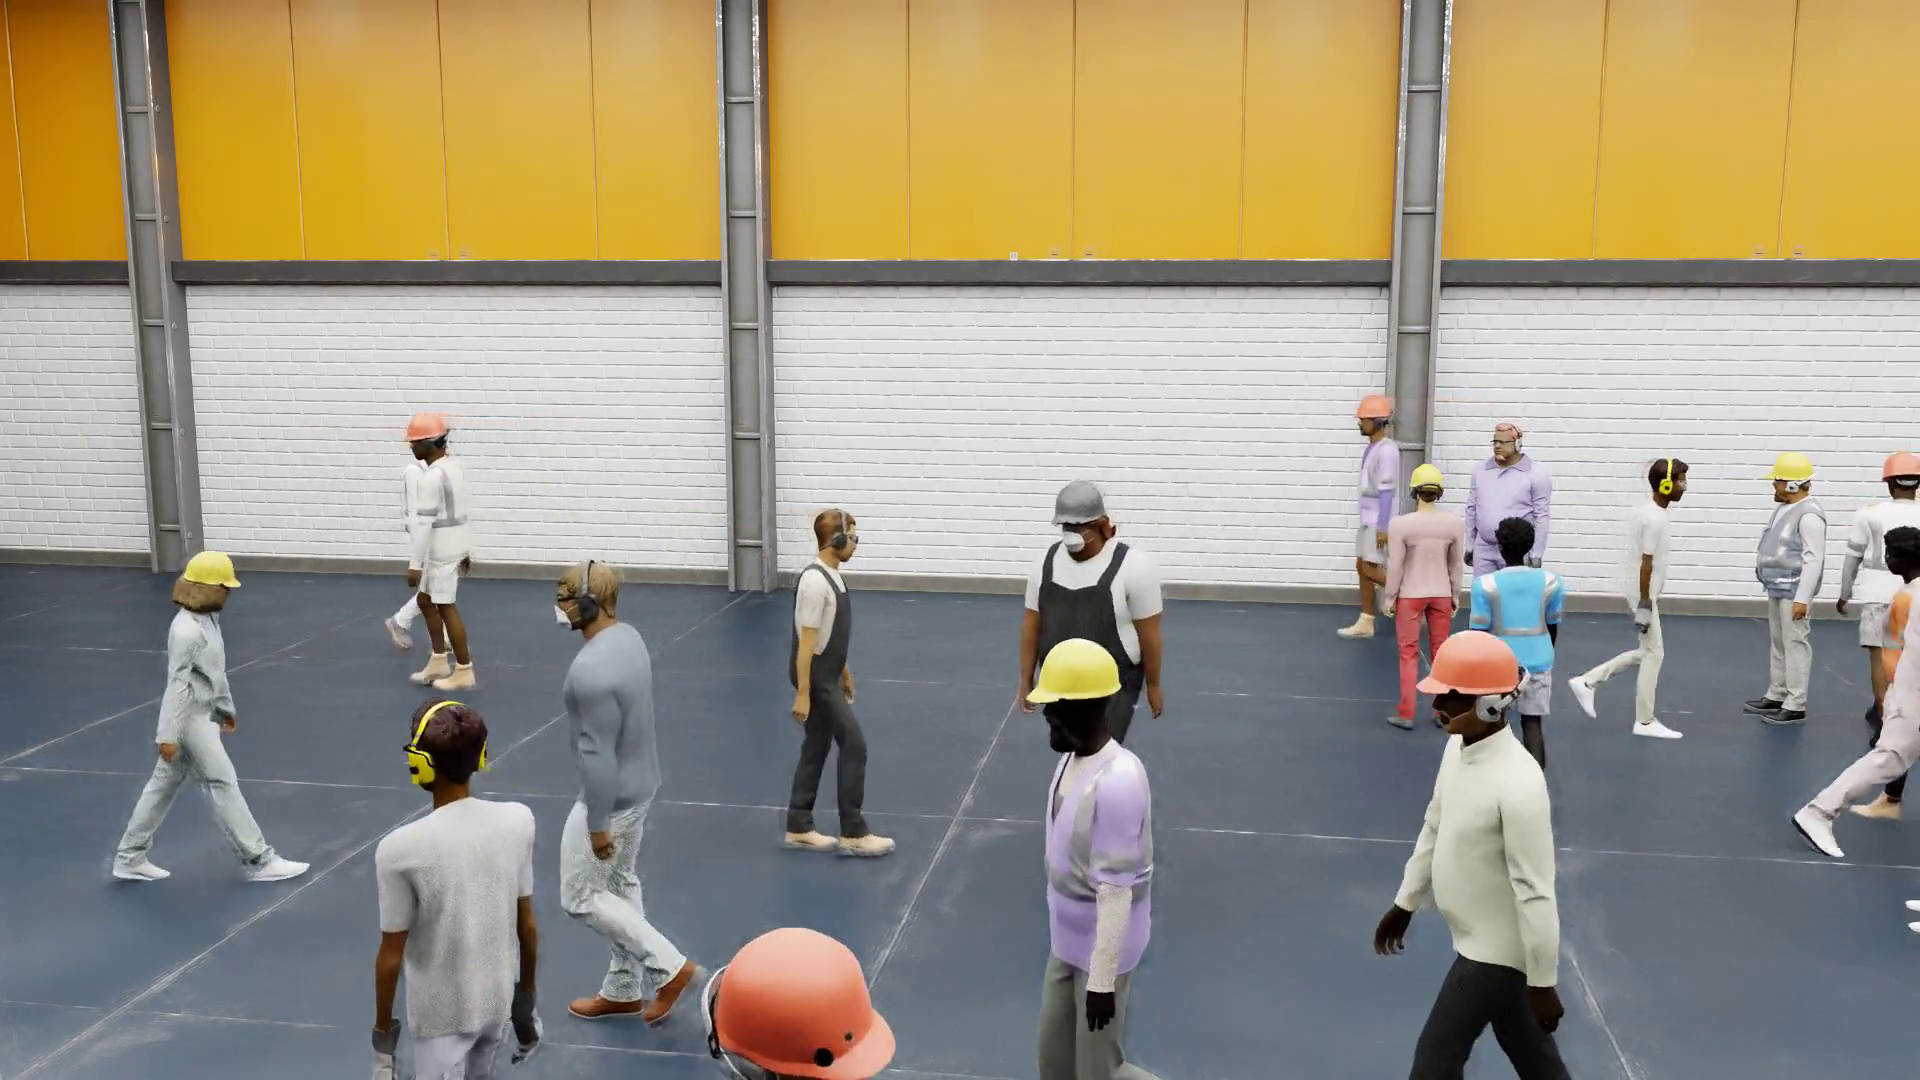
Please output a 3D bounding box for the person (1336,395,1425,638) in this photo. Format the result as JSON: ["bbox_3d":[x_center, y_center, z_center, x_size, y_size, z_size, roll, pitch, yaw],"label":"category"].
[{"bbox_3d":[3.467,-0.172,13.589,0.617,2.029,0.620,0,9,-1],"label":"person"}]

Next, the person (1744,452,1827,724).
[{"bbox_3d":[5.555,0.322,11.163,0.404,1.828,0.592,1,9,8],"label":"person"}]

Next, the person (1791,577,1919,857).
[{"bbox_3d":[4.857,0.755,8.461,1.024,1.853,0.655,5,11,30],"label":"person"}]

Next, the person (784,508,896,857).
[{"bbox_3d":[-0.594,0.748,8.613,0.753,1.808,0.550,1,9,4],"label":"person"}]

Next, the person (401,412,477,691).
[{"bbox_3d":[-3.804,0.099,11.928,0.684,2.021,0.630,0,9,1],"label":"person"}]

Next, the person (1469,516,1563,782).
[{"bbox_3d":[3.114,0.692,9.356,0.533,1.671,0.736,1,9,4],"label":"person"}]

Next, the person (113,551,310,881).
[{"bbox_3d":[-3.757,0.883,8.163,0.931,1.680,0.530,-2,10,-15],"label":"person"}]

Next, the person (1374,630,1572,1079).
[{"bbox_3d":[1.617,1.235,5.203,1.027,1.940,0.600,1,9,4],"label":"person"}]

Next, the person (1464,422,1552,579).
[{"bbox_3d":[4.078,0.065,12.509,0.400,1.907,0.644,-9,13,-44],"label":"person"}]

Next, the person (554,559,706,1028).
[{"bbox_3d":[-1.338,1.022,6.586,0.508,1.923,0.634,1,9,3],"label":"person"}]

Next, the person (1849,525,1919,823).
[{"bbox_3d":[5.237,0.758,8.962,0.630,1.670,0.536,8,12,39],"label":"person"}]

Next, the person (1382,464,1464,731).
[{"bbox_3d":[3.056,0.378,11.011,0.533,1.767,0.326,-1,9,-7],"label":"person"}]

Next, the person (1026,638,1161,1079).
[{"bbox_3d":[0.481,1.243,5.248,0.714,1.907,0.608,-2,9,-13],"label":"person"}]

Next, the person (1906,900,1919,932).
[{"bbox_3d":[4.547,0.996,7.606,0.274,1.632,0.503,5,11,30],"label":"person"}]

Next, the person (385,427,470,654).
[{"bbox_3d":[-4.200,0.000,13.014,0.516,1.871,0.627,1,9,5],"label":"person"}]

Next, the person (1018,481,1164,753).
[{"bbox_3d":[0.599,0.682,8.288,0.709,2.000,0.858,6,11,32],"label":"person"}]

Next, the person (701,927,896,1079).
[{"bbox_3d":[-0.385,1.589,2.936,0.617,1.959,0.660,2,9,13],"label":"person"}]

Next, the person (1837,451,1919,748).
[{"bbox_3d":[6.008,0.379,10.703,0.561,1.881,1.022,3,10,20],"label":"person"}]

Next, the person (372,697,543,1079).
[{"bbox_3d":[-1.387,1.363,4.713,0.797,1.847,0.518,7,12,39],"label":"person"}]

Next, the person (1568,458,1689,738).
[{"bbox_3d":[4.391,0.371,10.827,0.615,1.845,0.513,3,10,20],"label":"person"}]
